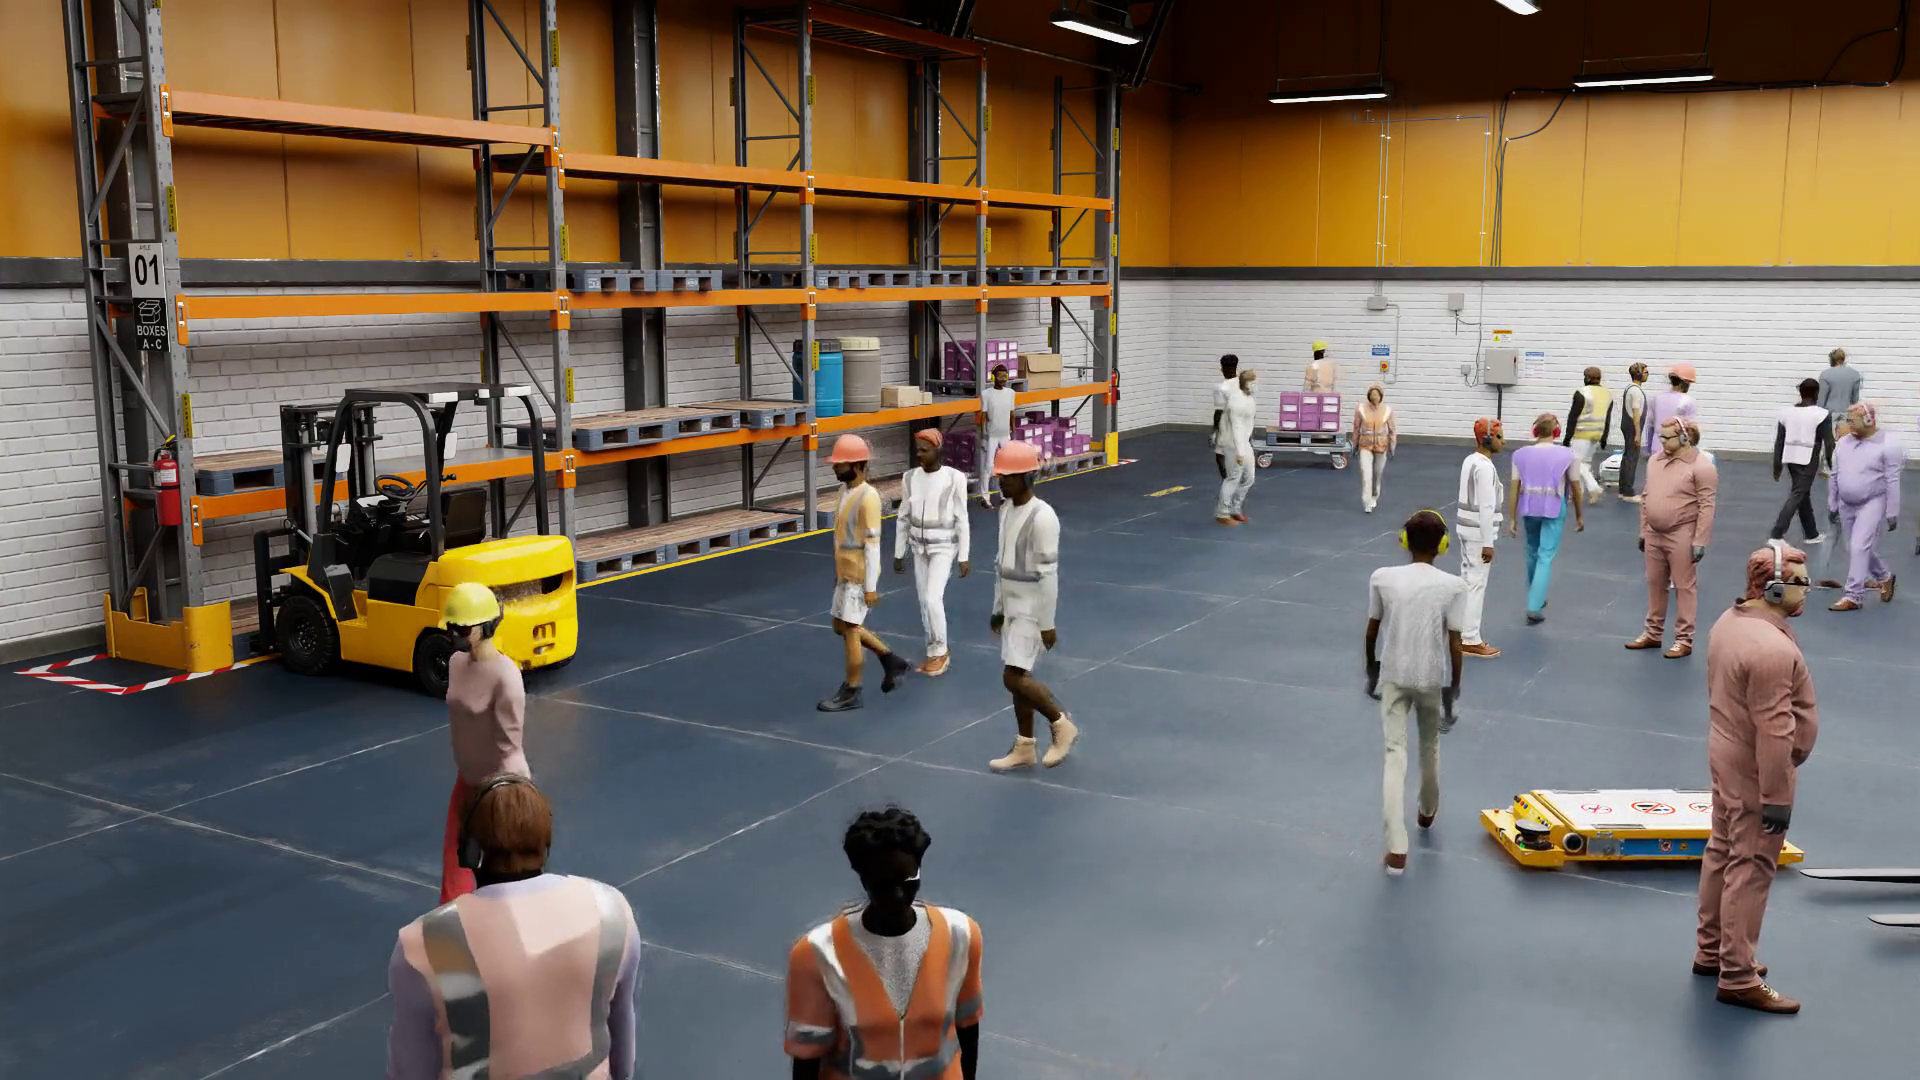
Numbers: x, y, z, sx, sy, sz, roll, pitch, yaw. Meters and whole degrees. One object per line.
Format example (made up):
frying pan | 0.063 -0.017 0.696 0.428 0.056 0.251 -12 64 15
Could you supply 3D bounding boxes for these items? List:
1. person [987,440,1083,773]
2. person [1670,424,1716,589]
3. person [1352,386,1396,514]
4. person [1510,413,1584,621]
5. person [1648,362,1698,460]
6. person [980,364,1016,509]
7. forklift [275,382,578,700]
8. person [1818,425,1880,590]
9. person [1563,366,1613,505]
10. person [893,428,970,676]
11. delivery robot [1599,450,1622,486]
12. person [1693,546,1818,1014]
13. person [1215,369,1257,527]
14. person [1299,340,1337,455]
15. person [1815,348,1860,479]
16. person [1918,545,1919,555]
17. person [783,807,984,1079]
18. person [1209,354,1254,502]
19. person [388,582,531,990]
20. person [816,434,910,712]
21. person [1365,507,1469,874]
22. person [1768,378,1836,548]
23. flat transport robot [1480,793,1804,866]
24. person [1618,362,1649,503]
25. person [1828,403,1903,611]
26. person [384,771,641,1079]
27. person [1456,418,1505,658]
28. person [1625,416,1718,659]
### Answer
person | 0.389 0.410 9.948 0.488 2.027 0.619 -3 10 -19
person | 6.768 -0.282 15.593 0.542 1.591 0.831 5 10 28
person | 5.260 -1.167 21.140 0.527 1.600 0.870 2 9 10
person | 5.108 -0.209 14.561 0.586 1.797 0.981 7 11 36
person | 8.035 -0.983 18.666 0.721 2.015 0.659 -5 10 -29
person | 0.488 -1.322 21.313 0.505 1.860 0.320 -4 10 -25
forklift | -3.974 -0.067 12.417 2.313 2.155 1.214 5 11 30
person | 8.518 -0.324 15.826 0.665 1.609 0.519 -1 9 -4
person | 8.136 -1.347 21.567 0.642 1.821 0.731 -5 10 -27
person | -0.242 0.100 12.393 0.600 1.863 0.511 7 11 36
delivery robot | 9.107 -1.001 23.058 0.477 0.478 0.707 5 11 31
person | 3.306 0.970 6.878 0.406 1.907 0.657 1 9 8
person | 3.272 -1.082 19.665 0.550 1.896 0.647 5 10 28
person | 5.939 -2.379 27.799 0.597 1.892 0.852 -5 10 -29
person | 12.862 -1.836 24.377 0.709 1.924 0.355 -1 9 -6
person | 10.668 -0.786 17.858 0.976 1.882 0.569 -5 10 -29
person | -0.176 1.500 4.218 0.545 1.674 0.501 -2 9 -13
person | 3.625 -1.467 21.927 0.733 1.952 0.535 -4 10 -22
person | -2.025 1.031 6.988 0.546 1.729 0.748 8 12 41
person | -0.675 0.223 11.448 0.630 1.925 0.558 -4 10 -22
person | 2.356 0.735 8.628 0.502 1.808 1.011 3 10 17
person | 9.275 -0.843 18.302 1.028 1.869 0.585 -4 10 -24
flat transport robot | 3.533 1.491 8.675 1.431 0.197 0.652 0 9 -1
person | 8.888 -1.413 21.905 0.340 1.846 0.512 2 9 11
person | 8.174 -0.311 14.980 0.874 1.868 0.647 -4 10 -22
person | -1.080 1.457 4.049 0.648 1.824 0.451 -7 12 -39
person | 4.091 -0.024 13.112 0.339 1.882 0.581 1 9 4
person | 5.587 -0.024 13.078 0.399 1.899 0.642 -4 10 -24
